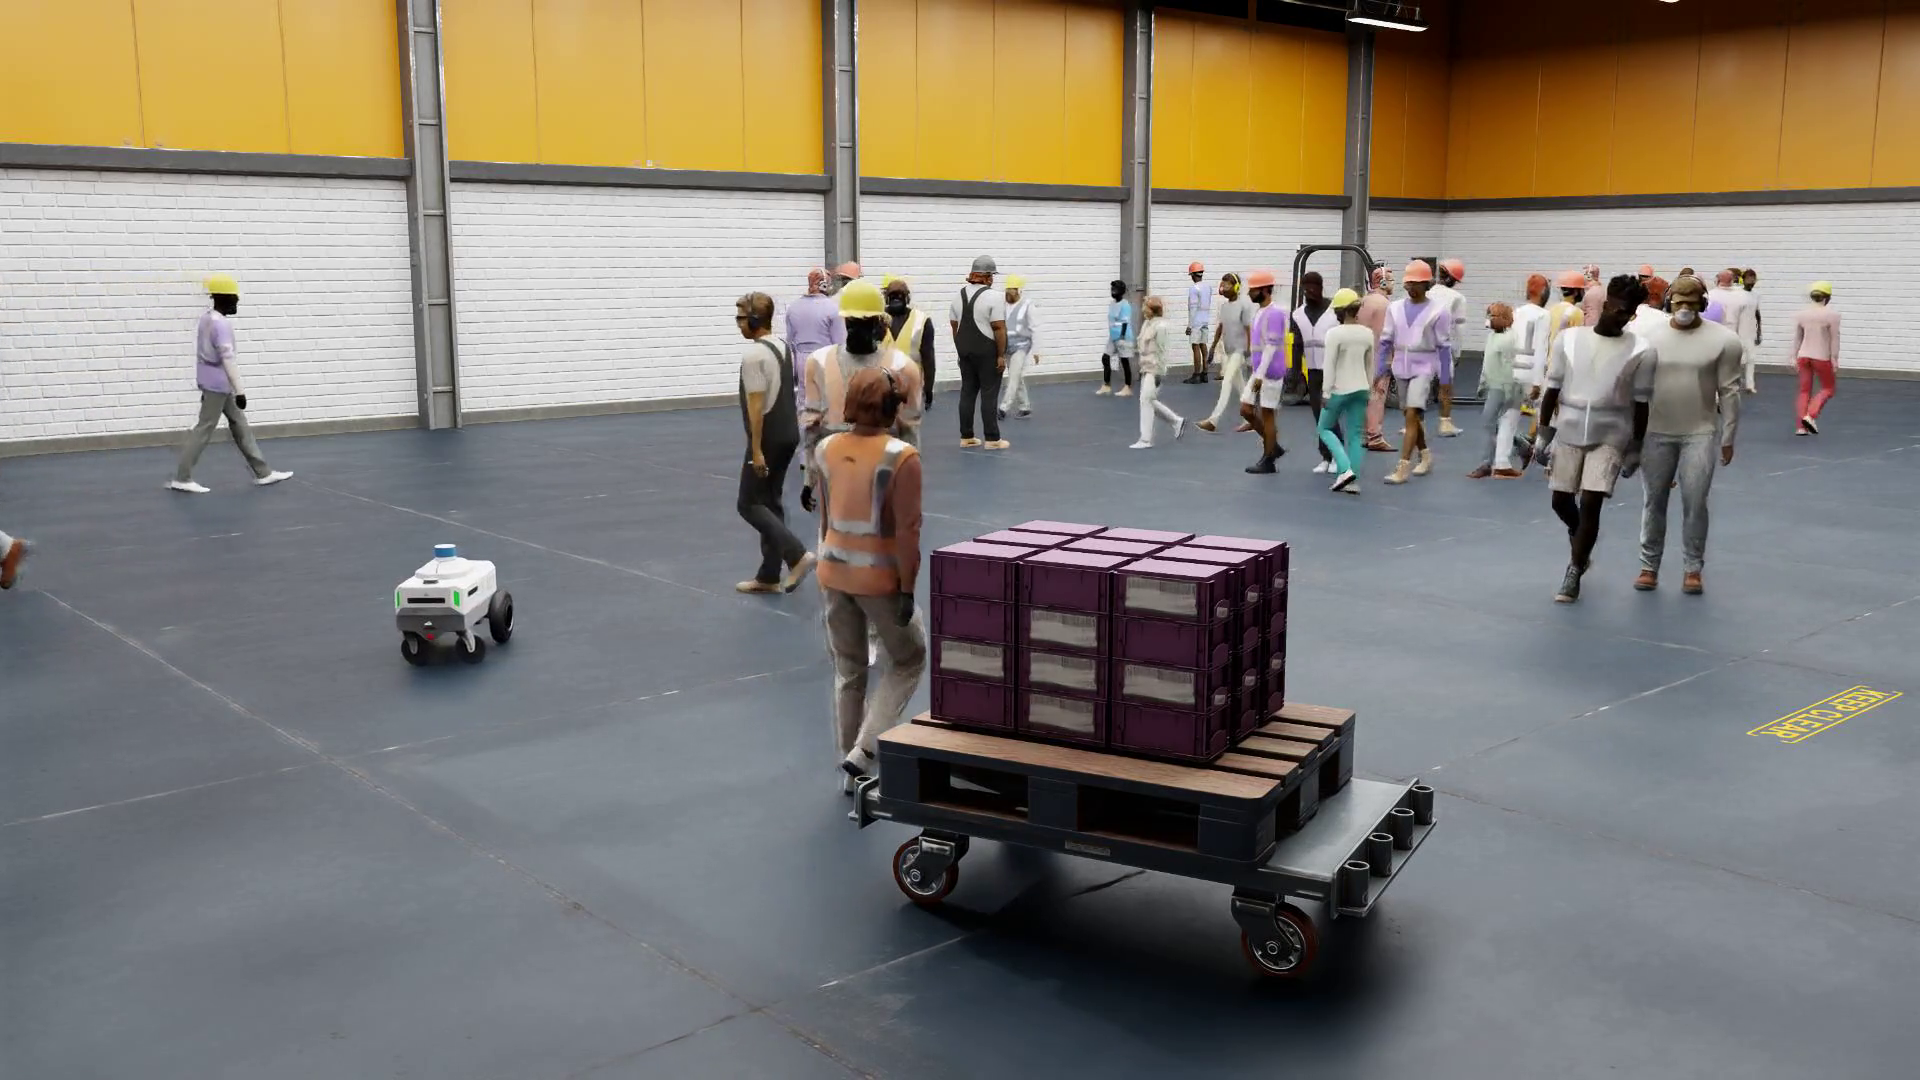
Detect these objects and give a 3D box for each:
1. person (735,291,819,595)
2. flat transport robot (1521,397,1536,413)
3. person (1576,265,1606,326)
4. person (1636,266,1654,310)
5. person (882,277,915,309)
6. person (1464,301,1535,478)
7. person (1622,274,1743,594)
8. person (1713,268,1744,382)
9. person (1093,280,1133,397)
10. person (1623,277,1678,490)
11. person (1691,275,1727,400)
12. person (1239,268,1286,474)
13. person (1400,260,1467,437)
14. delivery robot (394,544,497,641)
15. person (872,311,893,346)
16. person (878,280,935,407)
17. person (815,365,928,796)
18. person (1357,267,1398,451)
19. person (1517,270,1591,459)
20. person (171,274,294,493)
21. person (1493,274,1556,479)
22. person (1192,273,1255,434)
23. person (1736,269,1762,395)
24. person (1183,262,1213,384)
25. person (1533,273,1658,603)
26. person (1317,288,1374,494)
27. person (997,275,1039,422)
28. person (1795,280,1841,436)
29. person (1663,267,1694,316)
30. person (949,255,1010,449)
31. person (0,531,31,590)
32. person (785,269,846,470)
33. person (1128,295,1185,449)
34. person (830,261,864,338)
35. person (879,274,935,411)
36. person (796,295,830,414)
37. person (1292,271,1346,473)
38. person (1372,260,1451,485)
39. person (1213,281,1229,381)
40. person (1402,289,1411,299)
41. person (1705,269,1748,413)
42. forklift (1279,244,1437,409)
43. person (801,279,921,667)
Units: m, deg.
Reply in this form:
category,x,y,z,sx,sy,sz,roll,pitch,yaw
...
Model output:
category,x,y,z,sx,sy,sz,roll,pitch,yaw
person,-1.087,-0.554,9.845,0.513,1.822,0.525,4,11,24
flat transport robot,7.891,-1.743,21.315,1.431,0.197,0.652,0,10,-2
person,8.497,-2.767,22.532,0.402,1.906,0.652,5,11,26
person,10.455,-3.286,25.666,0.627,1.885,0.975,3,10,19
person,-0.839,-2.619,22.144,0.494,1.743,0.307,-1,10,-3
person,4.968,-1.366,15.170,0.623,1.615,0.493,0,10,3
person,4.296,-0.621,9.958,0.652,1.919,0.416,6,11,31
person,12.372,-3.451,26.747,0.430,1.838,0.619,-5,11,-29
person,2.186,-2.875,23.810,0.657,1.671,0.558,-4,11,-23
person,5.840,-1.321,14.237,0.806,1.860,0.570,-6,11,-32
person,8.223,-2.044,18.555,0.576,1.817,0.427,7,12,36
person,2.797,-1.555,15.422,0.434,1.913,0.536,-3,10,-15
person,5.301,-2.130,18.608,0.704,1.985,0.395,1,10,7
delivery robot,-2.607,0.266,8.454,0.477,0.478,0.707,0,10,-1
person,-0.687,-0.934,12.601,0.372,1.620,0.547,-6,12,-33
person,-0.544,-1.330,14.409,0.652,1.801,0.897,1,10,4
person,-0.339,0.166,6.166,0.520,1.624,0.369,7,12,34
person,4.374,-1.881,17.342,0.403,1.911,0.637,-1,10,-6
person,6.022,-1.736,16.582,1.010,1.886,0.564,-1,10,-7
person,-6.366,-1.348,14.341,1.021,1.869,0.609,-6,11,-30
person,5.246,-1.467,15.076,0.862,1.848,0.577,-3,10,-18
person,3.031,-2.116,18.968,0.956,1.818,0.530,-4,10,-20
person,11.534,-3.067,24.537,0.634,1.848,0.650,-1,10,-8
person,3.764,-3.443,26.426,0.374,1.928,0.542,8,13,40
person,3.774,-0.613,9.872,0.650,1.920,0.724,6,12,33
person,3.275,-1.262,14.154,0.553,1.748,0.365,-5,11,-27
person,0.608,-2.341,20.371,0.621,1.785,0.928,8,13,41
person,9.625,-2.034,18.690,0.367,1.750,0.544,-6,11,-30
person,11.346,-3.340,26.077,0.621,1.845,0.429,6,11,31
person,0.255,-1.982,17.545,0.684,2.000,0.535,9,13,42
person,-5.742,-0.543,9.475,0.639,1.924,0.743,6,11,31
person,-1.326,-1.600,15.723,0.643,1.902,0.399,6,11,31
person,2.091,-1.767,17.538,0.615,1.618,0.519,-2,10,-11
person,-1.273,-2.115,18.540,0.834,1.973,0.619,-9,13,-42
person,-0.723,-2.479,21.175,0.753,1.799,0.604,-6,11,-30
person,-1.823,-2.366,21.126,0.517,1.582,0.840,6,12,33
person,3.375,-1.555,15.507,0.477,1.882,0.625,-9,13,-42
person,4.109,-1.526,15.018,0.627,1.999,1.034,9,13,42
person,4.335,-3.407,27.075,0.499,1.634,0.288,-9,13,-42
person,7.941,-3.909,29.236,0.395,1.906,0.677,4,10,21
person,9.899,-2.597,21.673,0.632,1.867,0.950,0,10,-1
forklift,5.256,-2.933,22.661,2.313,2.155,1.214,3,10,16
person,-0.487,-0.339,8.295,0.614,1.912,0.528,2,10,12
